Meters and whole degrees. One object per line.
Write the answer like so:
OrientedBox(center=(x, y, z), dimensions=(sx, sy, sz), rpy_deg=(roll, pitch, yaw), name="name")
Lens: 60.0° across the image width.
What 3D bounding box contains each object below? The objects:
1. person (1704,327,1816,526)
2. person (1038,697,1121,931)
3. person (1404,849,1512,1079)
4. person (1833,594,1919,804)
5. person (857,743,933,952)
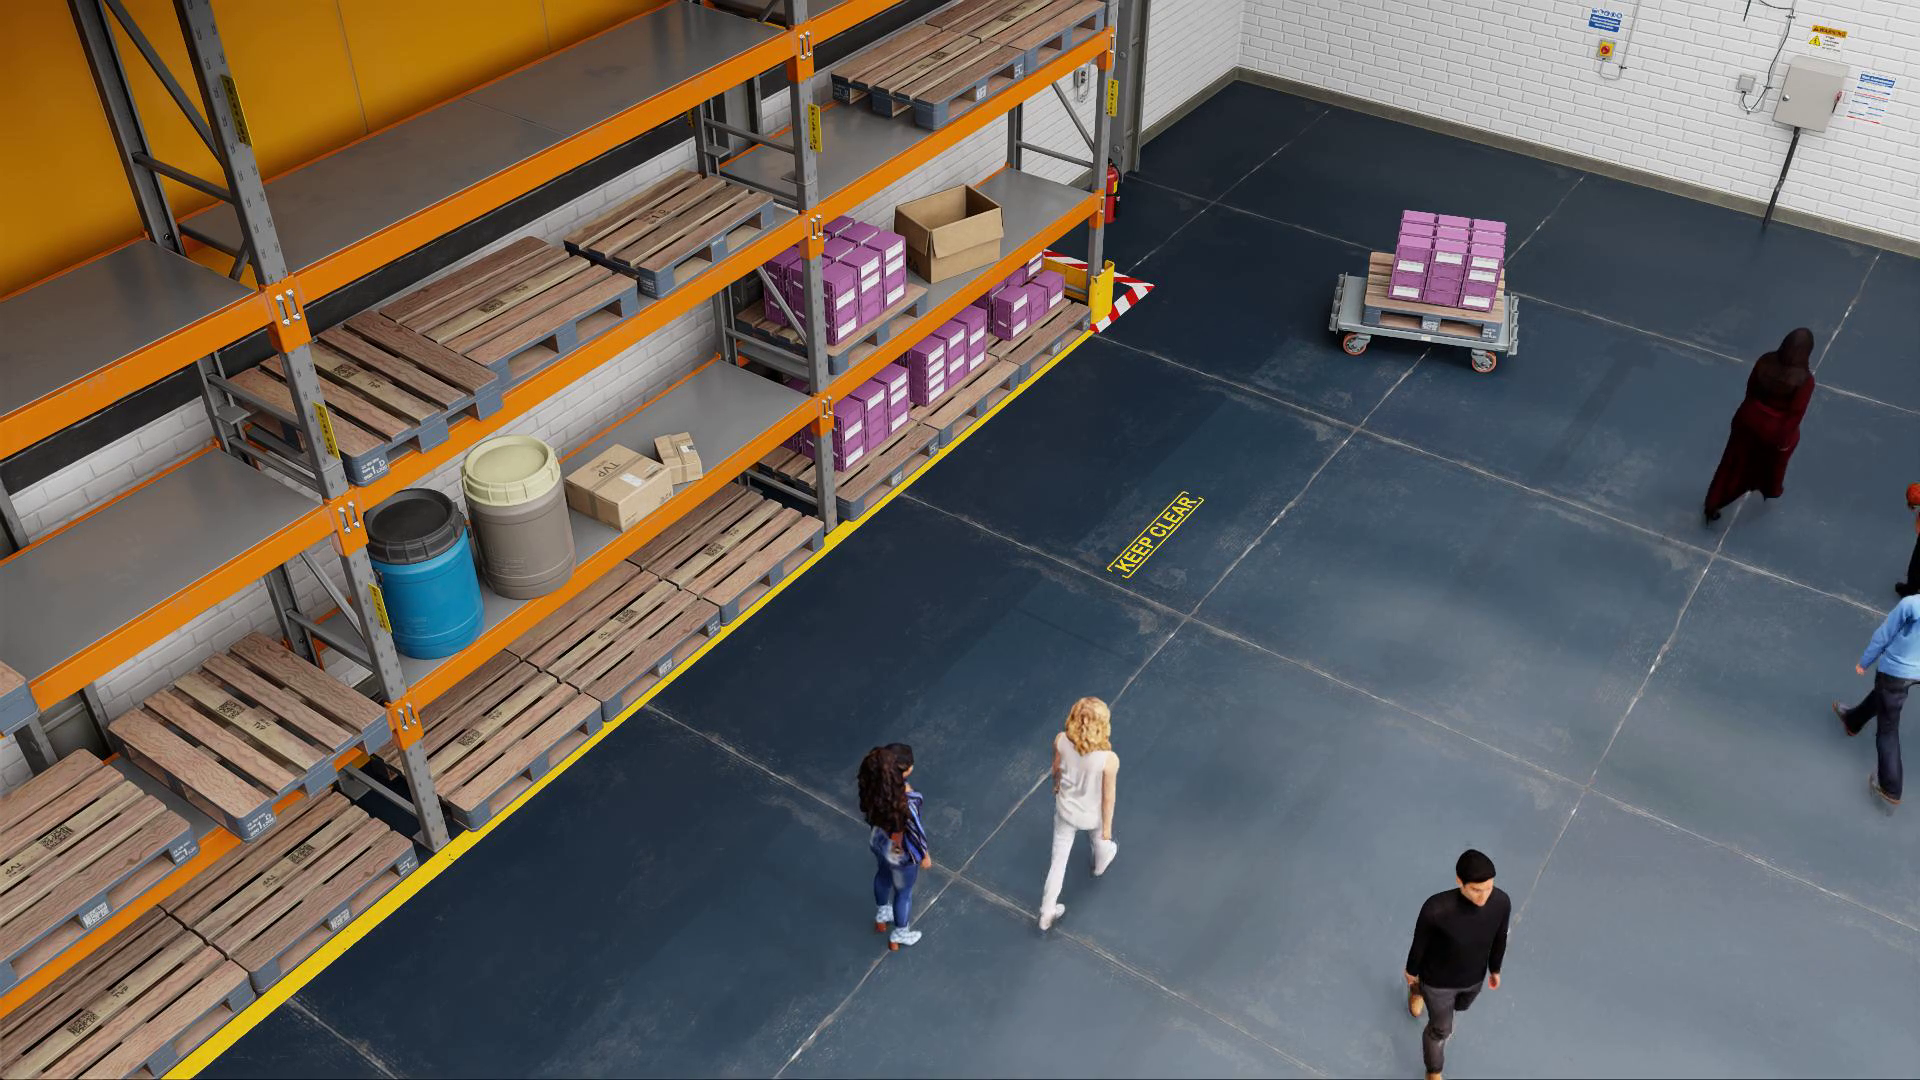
OrientedBox(center=(6.103, -0.816, 12.745), dimensions=(1.163, 1.706, 0.925), rpy_deg=(-23, 44, -26), name="person")
OrientedBox(center=(0.662, 1.617, 9.757), dimensions=(0.649, 1.632, 1.071), rpy_deg=(22, 43, 25), name="person")
OrientedBox(center=(2.636, 2.235, 8.929), dimensions=(1.071, 1.699, 1.097), rpy_deg=(-9, 39, -10), name="person")
OrientedBox(center=(6.057, 0.876, 10.578), dimensions=(1.152, 1.765, 1.256), rpy_deg=(-3, 39, -4), name="person")
OrientedBox(center=(-0.383, 1.767, 9.577), dimensions=(0.647, 1.622, 0.678), rpy_deg=(-26, 46, -29), name="person")
